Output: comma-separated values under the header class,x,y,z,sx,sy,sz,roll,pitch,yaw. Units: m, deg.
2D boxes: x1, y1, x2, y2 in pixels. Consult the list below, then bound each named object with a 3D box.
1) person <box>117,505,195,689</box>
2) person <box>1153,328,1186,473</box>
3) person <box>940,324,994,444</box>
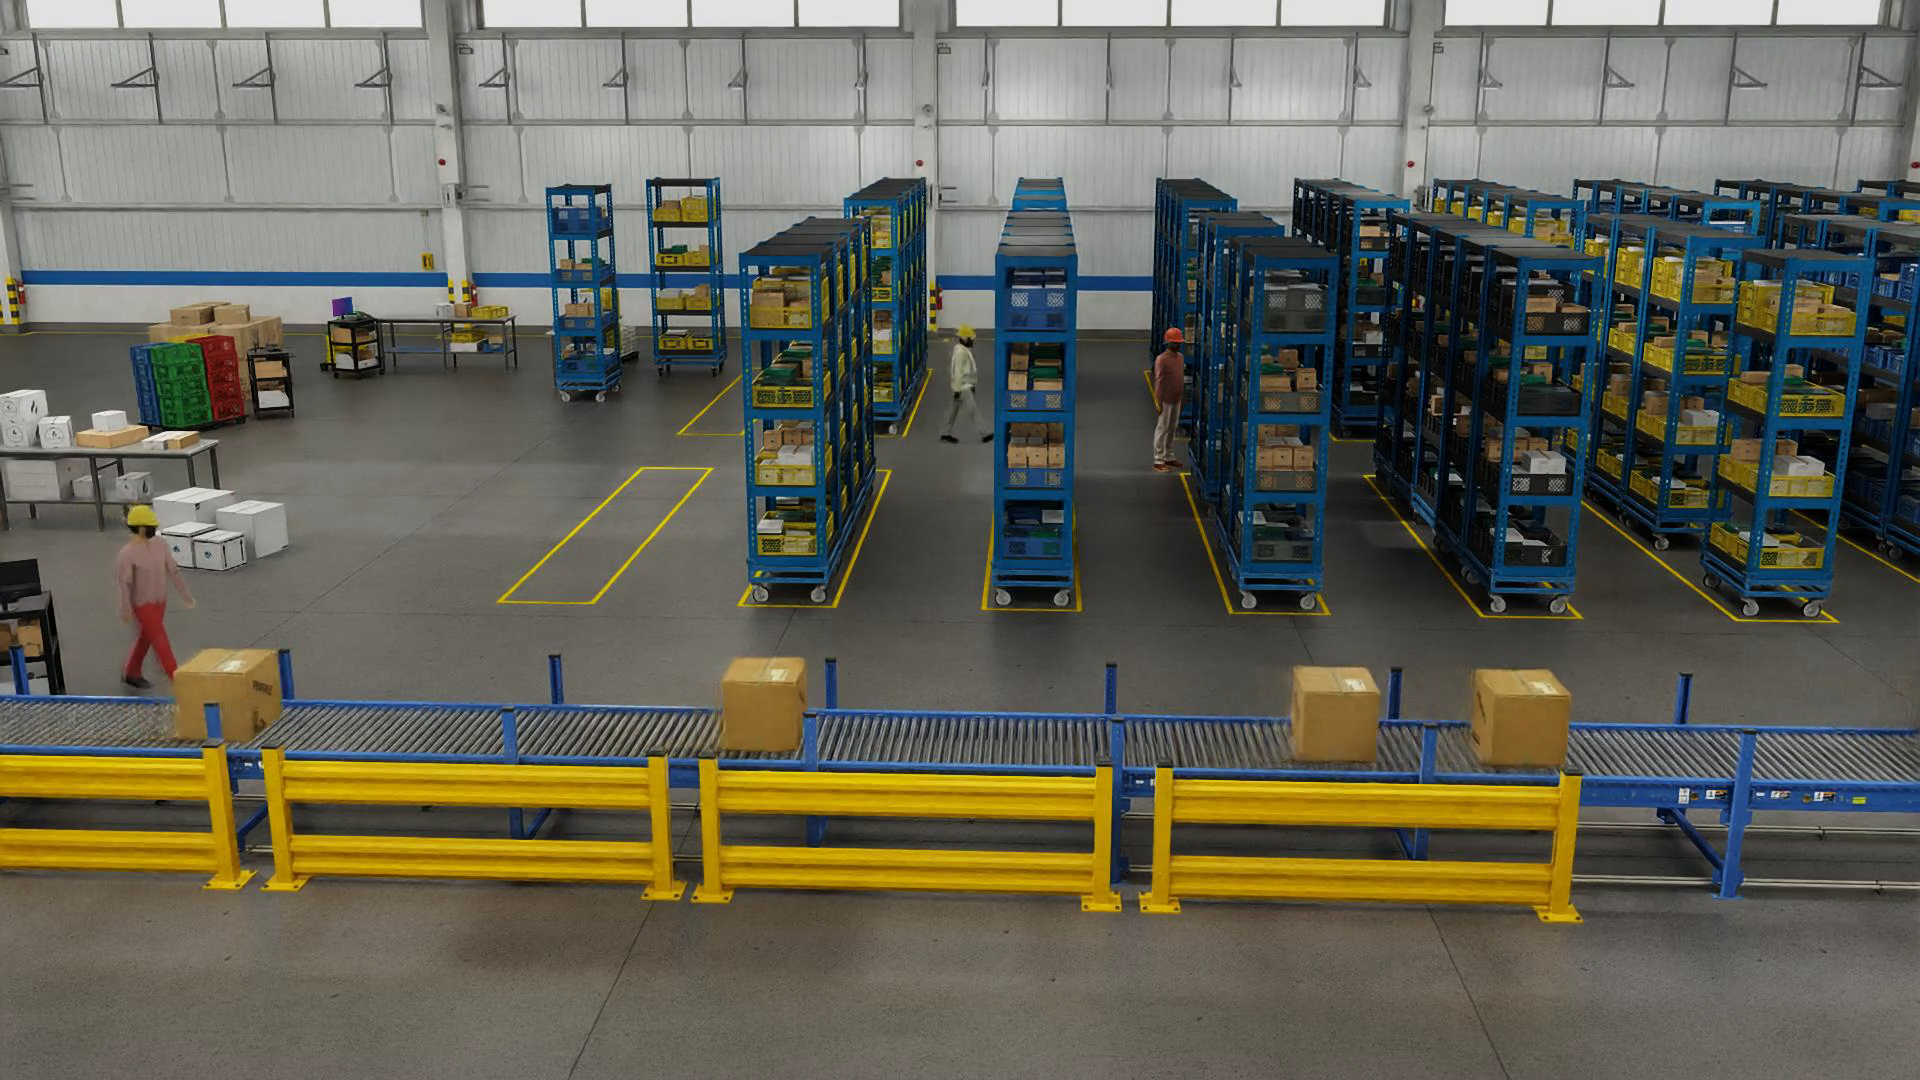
class,x,y,z,sx,sy,sz,roll,pitch,yaw
person,-6.984,0.525,14.340,0.930,1.719,0.538,4,16,14
person,2.915,-1.937,22.949,0.396,1.992,0.623,12,19,38
person,0.121,-2.302,24.676,0.928,1.784,0.605,0,15,0
